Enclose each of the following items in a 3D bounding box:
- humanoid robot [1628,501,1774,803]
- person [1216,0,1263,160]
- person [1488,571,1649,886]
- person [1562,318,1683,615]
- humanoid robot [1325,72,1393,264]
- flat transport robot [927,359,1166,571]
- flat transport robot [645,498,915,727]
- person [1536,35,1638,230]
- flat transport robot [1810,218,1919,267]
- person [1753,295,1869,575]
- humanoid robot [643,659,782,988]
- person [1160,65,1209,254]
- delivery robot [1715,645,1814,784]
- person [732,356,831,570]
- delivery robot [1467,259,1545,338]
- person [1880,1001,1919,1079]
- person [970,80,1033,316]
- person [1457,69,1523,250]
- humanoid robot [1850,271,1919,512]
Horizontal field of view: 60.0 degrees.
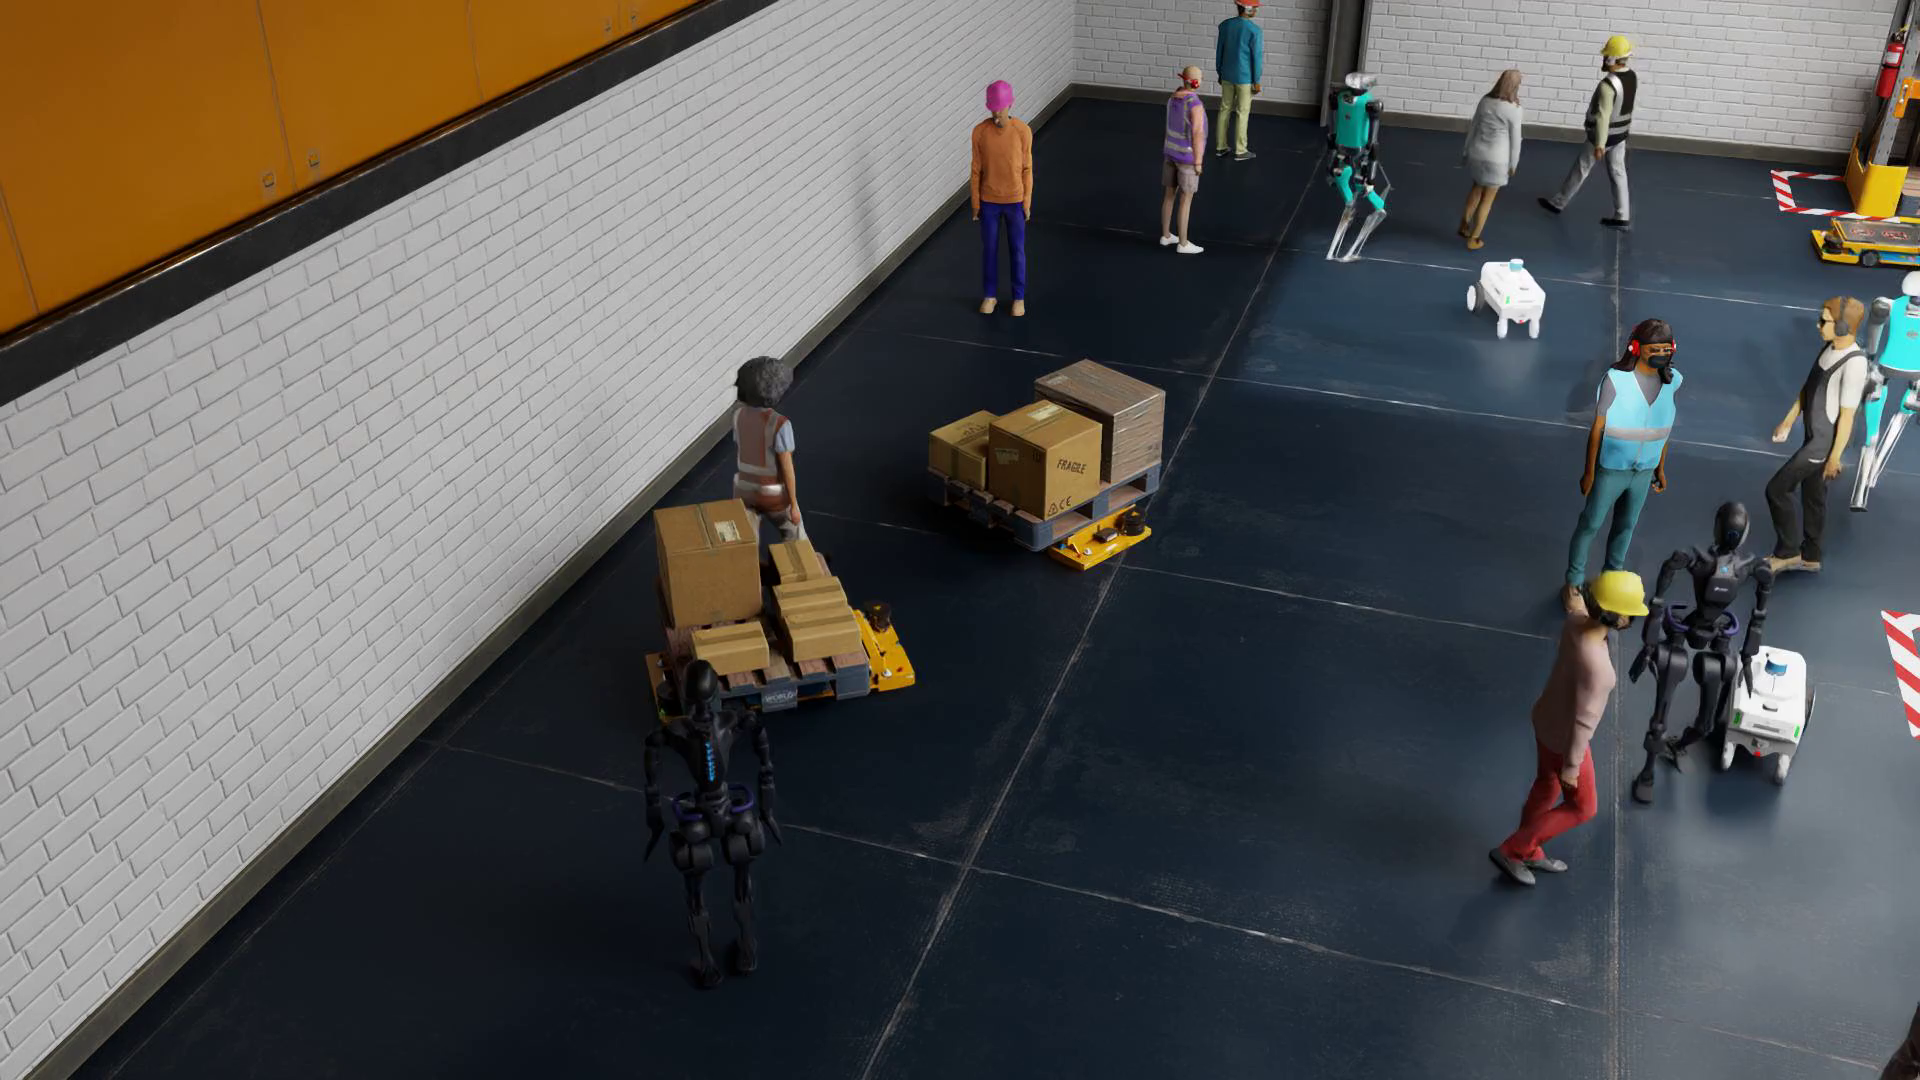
[{"bbox_3d":[3.678,0.542,8.317,0.584,1.655,0.482,6,31,10],"label":"humanoid robot"},{"bbox_3d":[2.946,-4.895,17.489,0.336,1.748,0.564,-26,39,-36],"label":"person"},{"bbox_3d":[2.814,0.889,7.650,0.402,1.744,0.548,2,31,4],"label":"person"},{"bbox_3d":[3.892,-0.420,9.765,0.520,1.866,0.392,-5,31,-8],"label":"person"},{"bbox_3d":[3.573,-3.276,14.762,0.721,1.793,0.540,-24,38,-34],"label":"humanoid robot"},{"bbox_3d":[0.517,-0.238,11.030,0.659,0.231,1.431,-26,39,-37],"label":"flat transport robot"},{"bbox_3d":[-1.029,0.695,9.443,1.431,0.231,0.659,-9,32,-14],"label":"flat transport robot"},{"bbox_3d":[6.062,-3.849,15.684,0.611,1.777,0.942,-23,38,-34],"label":"person"},{"bbox_3d":[8.602,-2.677,15.179,1.431,0.231,0.659,8,31,13],"label":"flat transport robot"},{"bbox_3d":[5.204,-0.618,10.152,0.587,1.813,0.519,8,31,13],"label":"person"},{"bbox_3d":[-1.063,1.228,7.151,0.597,1.659,0.334,-8,31,-14],"label":"humanoid robot"},{"bbox_3d":[2.025,-3.448,15.084,0.349,1.693,0.480,-16,34,-25],"label":"person"},{"bbox_3d":[4.285,0.865,8.848,0.499,0.571,0.756,13,33,21],"label":"delivery robot"},{"bbox_3d":[-1.088,-0.294,9.760,0.489,1.625,0.867,15,34,24],"label":"person"},{"bbox_3d":[4.572,-2.044,13.801,0.499,0.575,0.759,-1,30,-1],"label":"delivery robot"},{"bbox_3d":[3.762,1.755,6.167,0.366,1.764,0.475,10,32,16],"label":"person"},{"bbox_3d":[0.337,-2.818,13.747,0.518,1.972,0.404,4,31,6],"label":"person"},{"bbox_3d":[4.826,-3.457,15.149,0.413,1.637,0.513,-26,39,-37],"label":"person"},{"bbox_3d":[6.113,-0.998,10.874,0.551,1.719,1.023,16,34,25],"label":"humanoid robot"}]
